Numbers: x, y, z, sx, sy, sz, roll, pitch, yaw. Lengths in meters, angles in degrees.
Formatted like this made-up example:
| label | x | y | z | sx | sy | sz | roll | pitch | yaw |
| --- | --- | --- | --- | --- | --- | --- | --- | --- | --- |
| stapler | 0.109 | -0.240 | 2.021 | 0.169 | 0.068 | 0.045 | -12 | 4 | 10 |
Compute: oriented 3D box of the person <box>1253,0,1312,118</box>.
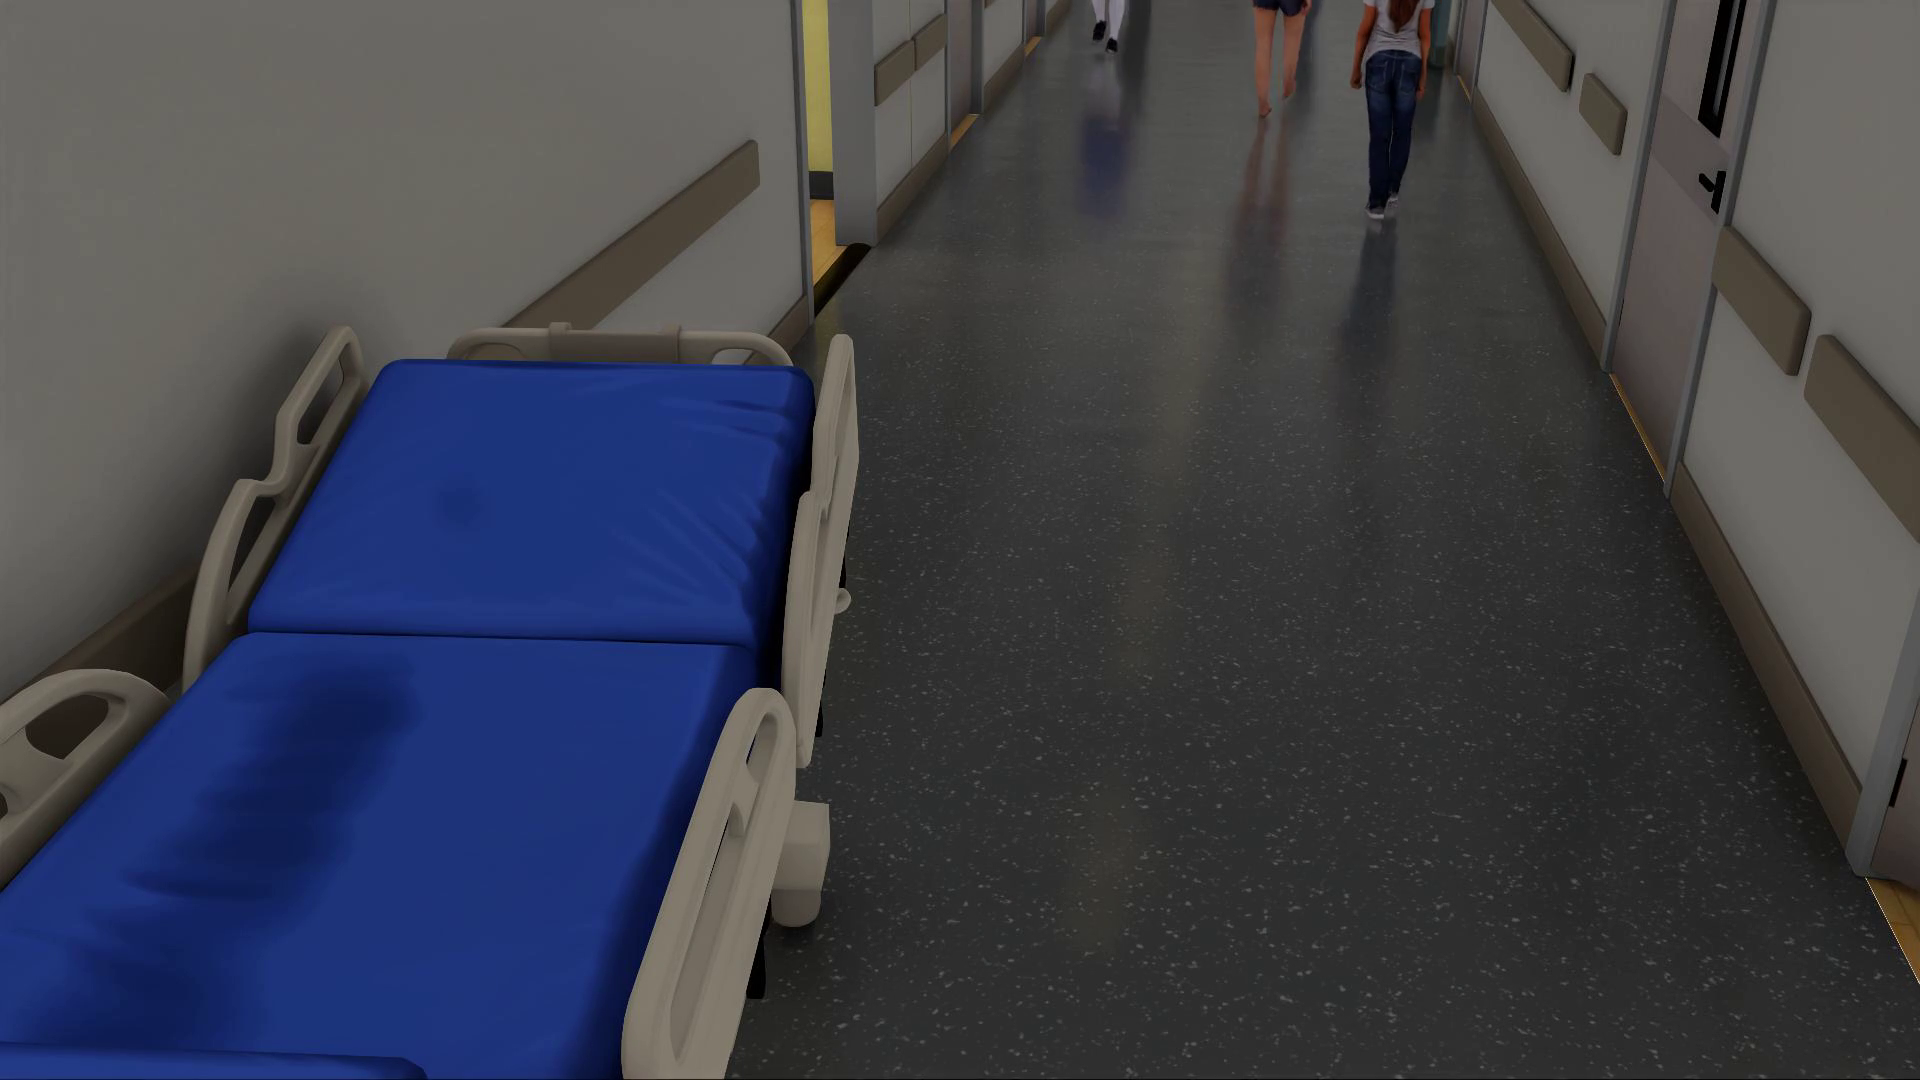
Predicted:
| label | x | y | z | sx | sy | sz | roll | pitch | yaw |
| --- | --- | --- | --- | --- | --- | --- | --- | --- | --- |
| person | 2.170 | -3.738 | 11.391 | 1.024 | 1.669 | 0.751 | 8 | 27 | 16 |

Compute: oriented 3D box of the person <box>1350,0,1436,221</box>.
| label | x | y | z | sx | sy | sz | roll | pitch | yaw |
| --- | --- | --- | --- | --- | --- | --- | --- | --- | --- |
| person | 2.346 | -2.515 | 9.002 | 0.757 | 1.541 | 0.599 | 4 | 26 | 7 |
